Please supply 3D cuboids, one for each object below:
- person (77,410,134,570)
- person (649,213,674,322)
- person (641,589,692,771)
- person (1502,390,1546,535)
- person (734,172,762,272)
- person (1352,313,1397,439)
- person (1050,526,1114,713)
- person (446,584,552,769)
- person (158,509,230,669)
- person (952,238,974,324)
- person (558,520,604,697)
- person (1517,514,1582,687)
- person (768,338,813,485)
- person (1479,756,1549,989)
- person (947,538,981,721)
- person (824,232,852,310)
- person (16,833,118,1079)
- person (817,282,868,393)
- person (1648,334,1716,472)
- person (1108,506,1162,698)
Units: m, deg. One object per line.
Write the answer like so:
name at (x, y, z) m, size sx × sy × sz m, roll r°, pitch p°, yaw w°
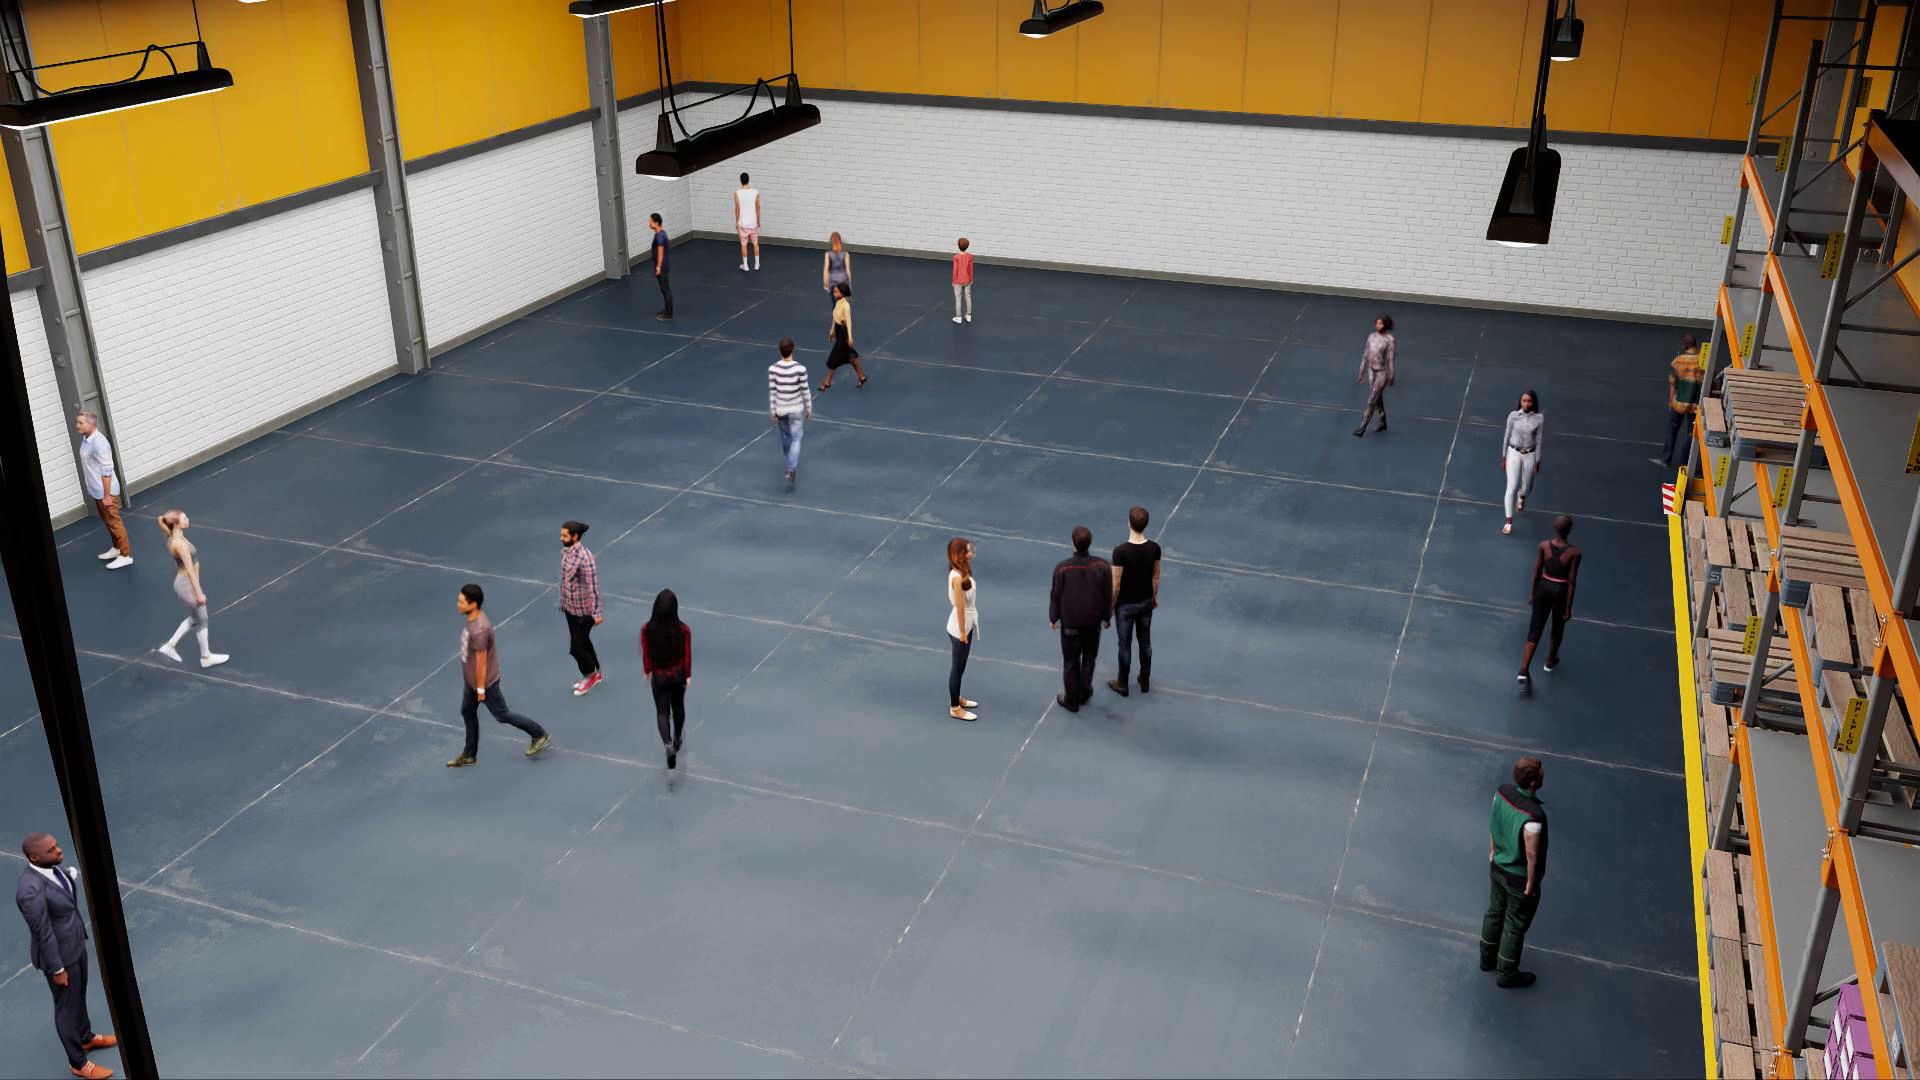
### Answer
person at (-9.592, -0.595, 18.614) m, size 0.763 × 1.827 × 0.771 m, roll -18°, pitch 29°, yaw -35°
person at (-4.957, -4.576, 27.769) m, size 0.784 × 1.789 × 0.660 m, roll -5°, pitch 24°, yaw -11°
person at (-2.566, 1.249, 14.637) m, size 0.898 × 1.634 × 1.063 m, roll -4°, pitch 24°, yaw -10°
person at (6.632, -0.957, 19.598) m, size 0.606 × 1.703 × 1.006 m, roll 9°, pitch 25°, yaw 21°
person at (-3.931, -5.891, 30.778) m, size 0.727 × 1.787 × 0.768 m, roll -8°, pitch 25°, yaw -17°
person at (5.727, -2.233, 22.543) m, size 1.126 × 1.681 × 0.953 m, roll -17°, pitch 29°, yaw -34°
person at (1.148, 0.762, 15.507) m, size 0.846 × 1.828 × 0.821 m, roll -4°, pitch 24°, yaw -9°
person at (-4.083, 1.201, 14.615) m, size 1.208 × 1.739 × 1.125 m, roll -12°, pitch 26°, yaw -25°
person at (-7.620, 0.512, 16.256) m, size 0.932 × 1.687 × 0.825 m, roll -16°, pitch 28°, yaw -32°
person at (0.043, -4.326, 27.663) m, size 0.586 × 1.416 × 0.643 m, roll -10°, pitch 26°, yaw -22°
person at (-3.570, 0.618, 15.937) m, size 0.830 × 1.748 × 0.829 m, roll -19°, pitch 30°, yaw -37°
person at (5.652, 0.605, 15.999) m, size 0.817 × 1.723 × 1.218 m, roll 16°, pitch 28°, yaw 32°
person at (-2.157, -1.594, 20.916) m, size 0.874 × 1.814 × 1.241 m, roll 2°, pitch 24°, yaw 5°
person at (3.972, 2.343, 11.873) m, size 0.800 × 1.843 × 0.725 m, roll -8°, pitch 25°, yaw -18°
person at (-0.001, 0.807, 15.458) m, size 0.691 × 1.785 × 0.539 m, roll 2°, pitch 24°, yaw 6°
person at (-1.938, -4.052, 26.687) m, size 0.914 × 1.695 × 1.083 m, roll -5°, pitch 24°, yaw -11°
person at (-5.954, 2.721, 11.032) m, size 0.847 × 1.824 × 0.736 m, roll -5°, pitch 24°, yaw -12°
person at (-1.625, -2.933, 24.237) m, size 1.037 × 1.607 × 1.015 m, roll -9°, pitch 25°, yaw -19°
person at (9.383, -1.742, 21.298) m, size 0.772 × 1.779 × 0.892 m, roll -19°, pitch 30°, yaw -36°
person at (1.666, 0.584, 15.830) m, size 0.759 × 1.897 × 0.790 m, roll -7°, pitch 25°, yaw -16°
